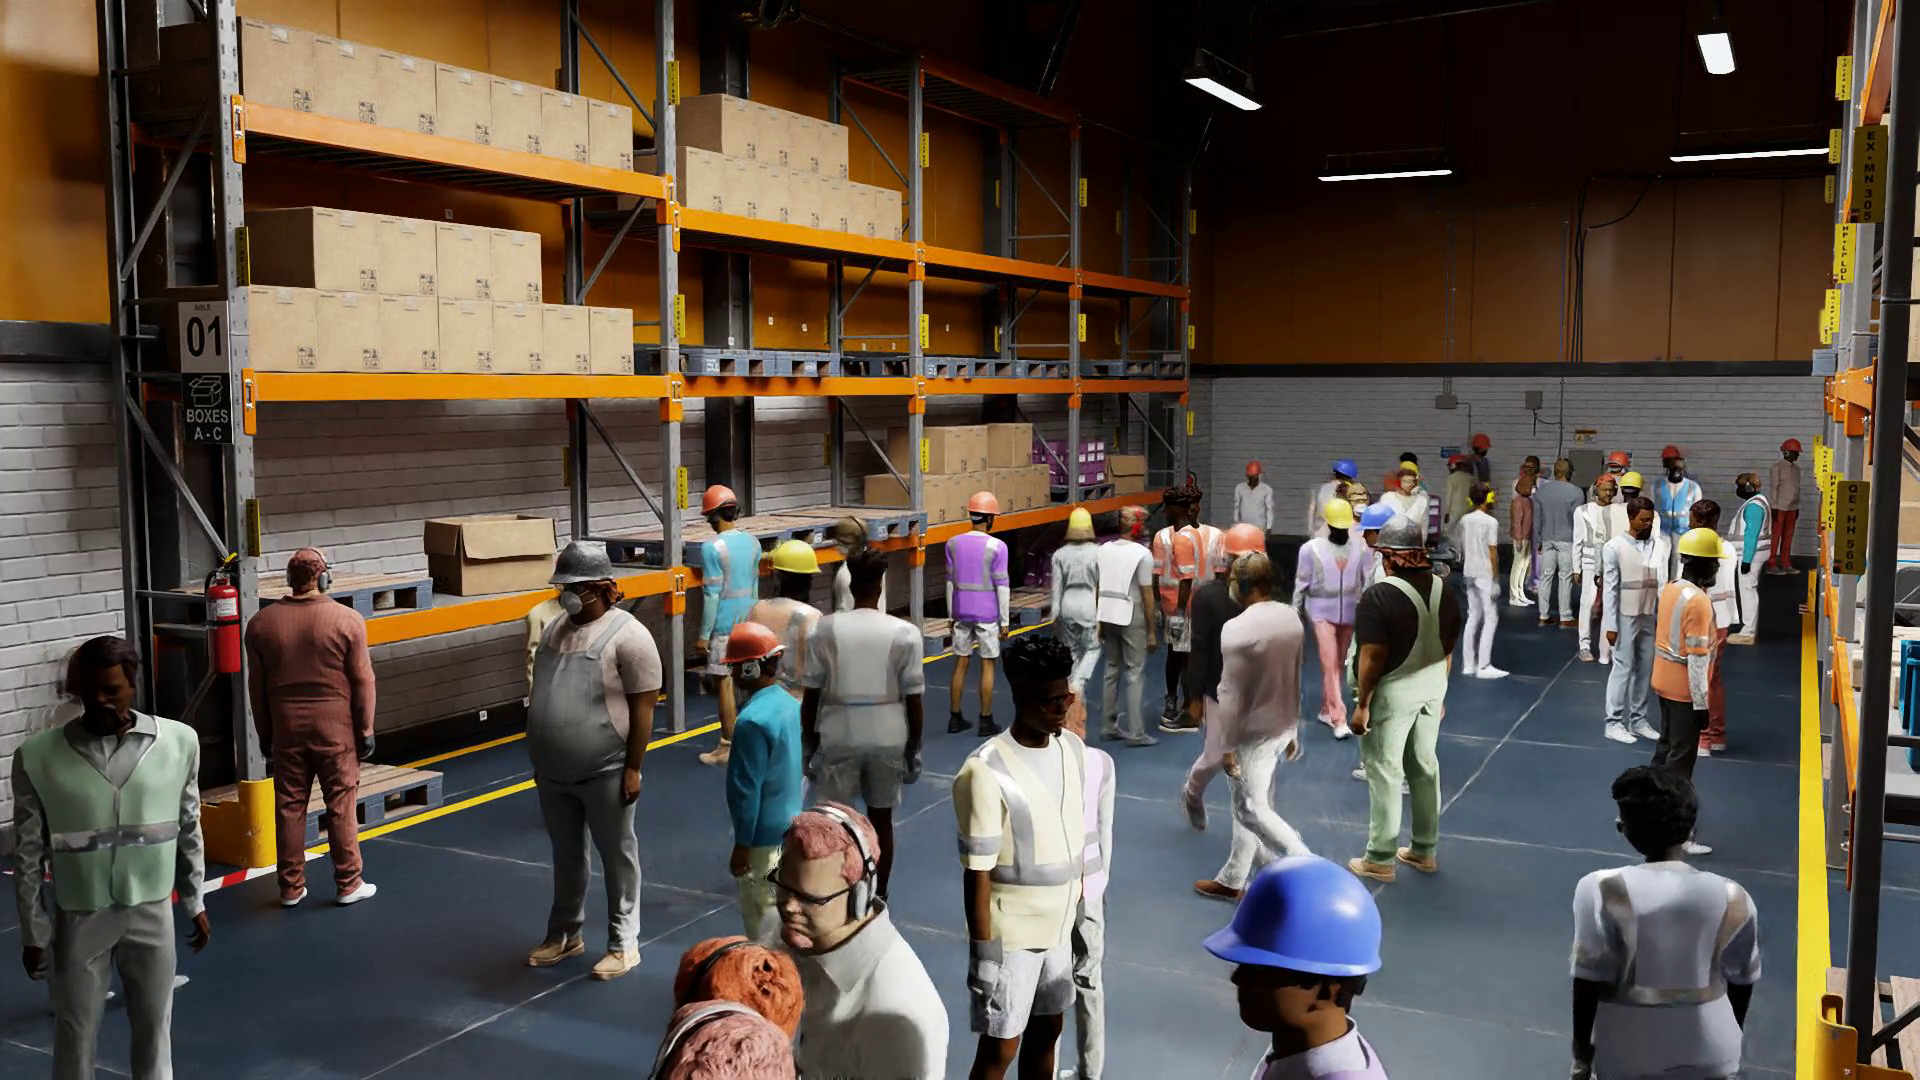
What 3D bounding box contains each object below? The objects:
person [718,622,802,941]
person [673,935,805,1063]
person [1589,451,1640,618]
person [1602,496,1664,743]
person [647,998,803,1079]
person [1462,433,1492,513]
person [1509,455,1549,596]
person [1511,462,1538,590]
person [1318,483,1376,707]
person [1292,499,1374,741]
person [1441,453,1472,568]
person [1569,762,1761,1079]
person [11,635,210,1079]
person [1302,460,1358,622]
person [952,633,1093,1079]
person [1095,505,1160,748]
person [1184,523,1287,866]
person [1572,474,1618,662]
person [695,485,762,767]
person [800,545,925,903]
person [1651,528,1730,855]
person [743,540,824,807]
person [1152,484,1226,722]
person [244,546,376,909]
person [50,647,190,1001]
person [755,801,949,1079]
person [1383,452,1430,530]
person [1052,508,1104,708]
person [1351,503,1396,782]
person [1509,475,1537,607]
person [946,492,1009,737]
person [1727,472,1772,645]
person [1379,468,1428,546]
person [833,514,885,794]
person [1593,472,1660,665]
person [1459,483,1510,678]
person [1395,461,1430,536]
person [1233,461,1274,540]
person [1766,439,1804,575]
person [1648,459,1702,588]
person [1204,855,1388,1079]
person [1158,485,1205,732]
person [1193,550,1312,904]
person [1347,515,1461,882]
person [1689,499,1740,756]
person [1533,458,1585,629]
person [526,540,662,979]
[{"bbox_3d":[-0.868,1.220,7.167,0.354,1.738,0.573,1,5,10],"label":"person"},{"bbox_3d":[-0.330,1.565,2.668,0.346,1.882,0.578,5,7,43],"label":"person"},{"bbox_3d":[7.676,-0.048,19.508,0.620,1.986,0.409,5,7,43],"label":"person"},{"bbox_3d":[5.191,0.609,12.857,0.600,1.908,0.396,-3,6,-28],"label":"person"},{"bbox_3d":[-0.331,1.592,2.352,0.656,1.894,0.401,-4,7,-35],"label":"person"},{"bbox_3d":[7.973,-0.632,25.592,0.715,2.020,0.499,-4,7,-39],"label":"person"},{"bbox_3d":[7.435,-0.183,21.703,0.506,1.843,0.351,2,6,24],"label":"person"},{"bbox_3d":[7.651,-0.194,22.369,0.441,1.733,0.579,-5,7,-41],"label":"person"},{"bbox_3d":[3.310,0.488,13.971,0.628,1.940,0.373,-1,5,-11],"label":"person"},{"bbox_3d":[2.968,0.616,12.978,0.694,1.862,0.973,-1,5,-10],"label":"person"},{"bbox_3d":[7.441,-0.438,25.010,0.579,1.729,0.377,-4,7,-37],"label":"person"},{"bbox_3d":[1.996,1.471,4.733,0.573,1.663,0.686,1,5,6],"label":"person"},{"bbox_3d":[-2.896,1.268,5.697,0.591,1.916,0.379,-4,7,-38],"label":"person"},{"bbox_3d":[4.372,0.011,19.433,0.666,1.870,0.855,3,6,31],"label":"person"},{"bbox_3d":[0.222,1.269,5.493,0.379,1.958,0.606,5,7,40],"label":"person"},{"bbox_3d":[1.244,0.655,12.673,0.387,1.845,0.575,-4,7,-38],"label":"person"},{"bbox_3d":[1.604,0.868,9.750,0.629,1.968,0.851,-1,5,-13],"label":"person"},{"bbox_3d":[6.389,0.279,16.555,0.576,1.880,0.351,1,5,8],"label":"person"},{"bbox_3d":[-1.705,0.620,12.053,0.392,2.033,0.605,3,6,30],"label":"person"},{"bbox_3d":[-0.488,1.007,8.272,0.650,1.955,0.557,-1,5,-6],"label":"person"},{"bbox_3d":[4.311,0.883,9.836,0.400,1.919,0.589,1,5,7],"label":"person"},{"bbox_3d":[-0.907,0.955,9.119,0.527,1.906,0.602,-5,7,-42],"label":"person"},{"bbox_3d":[1.871,0.517,13.591,0.599,1.959,0.378,0,5,5],"label":"person"},{"bbox_3d":[-3.395,0.987,8.775,0.641,1.908,0.407,0,5,-3],"label":"person"},{"bbox_3d":[-3.764,1.258,7.405,0.518,1.619,0.624,3,6,29],"label":"person"},{"bbox_3d":[-0.252,1.494,3.633,0.624,1.920,0.652,-3,6,-30],"label":"person"},{"bbox_3d":[5.881,-0.235,22.119,0.517,1.879,0.708,-4,7,-36],"label":"person"},{"bbox_3d":[0.991,0.594,13.901,0.489,1.723,0.517,2,6,18],"label":"person"},{"bbox_3d":[2.941,0.713,11.573,0.414,1.939,0.605,2,6,20],"label":"person"},{"bbox_3d":[7.040,0.008,20.760,0.264,1.632,0.507,4,7,35],"label":"person"},{"bbox_3d":[0.152,0.581,13.065,0.552,1.923,0.390,3,6,30],"label":"person"},{"bbox_3d":[8.403,0.196,17.724,0.429,1.830,0.632,3,6,25],"label":"person"},{"bbox_3d":[5.017,0.082,18.911,0.573,1.825,0.571,0,5,-2],"label":"person"},{"bbox_3d":[-0.672,0.754,11.347,0.562,1.906,0.704,1,5,13],"label":"person"},{"bbox_3d":[6.514,0.290,16.261,0.594,1.911,0.399,2,6,25],"label":"person"},{"bbox_3d":[4.932,0.380,15.736,0.347,1.839,0.607,-2,6,-22],"label":"person"},{"bbox_3d":[5.449,-0.045,20.261,0.404,1.835,0.589,-2,6,-23],"label":"person"},{"bbox_3d":[3.934,-0.194,22.463,0.591,1.717,0.759,3,6,26],"label":"person"},{"bbox_3d":[12.002,-0.480,24.149,0.612,1.986,0.407,-3,6,-29],"label":"person"},{"bbox_3d":[8.999,-0.107,20.979,0.661,1.818,0.727,2,6,23],"label":"person"},{"bbox_3d":[0.607,1.508,2.924,0.379,1.950,0.609,0,5,3],"label":"person"},{"bbox_3d":[1.762,0.543,13.242,0.362,1.961,0.613,1,5,13],"label":"person"},{"bbox_3d":[1.596,1.006,8.583,0.859,1.910,0.637,5,7,42],"label":"person"},{"bbox_3d":[2.429,0.868,9.335,0.689,2.000,0.537,-3,6,-31],"label":"person"},{"bbox_3d":[5.591,0.651,12.417,0.598,1.905,0.390,-5,7,-44],"label":"person"},{"bbox_3d":[6.790,0.036,18.830,0.354,1.937,0.635,-4,7,-36],"label":"person"},{"bbox_3d":[-1.763,1.013,7.772,0.684,2.000,0.538,3,6,28],"label":"person"}]
